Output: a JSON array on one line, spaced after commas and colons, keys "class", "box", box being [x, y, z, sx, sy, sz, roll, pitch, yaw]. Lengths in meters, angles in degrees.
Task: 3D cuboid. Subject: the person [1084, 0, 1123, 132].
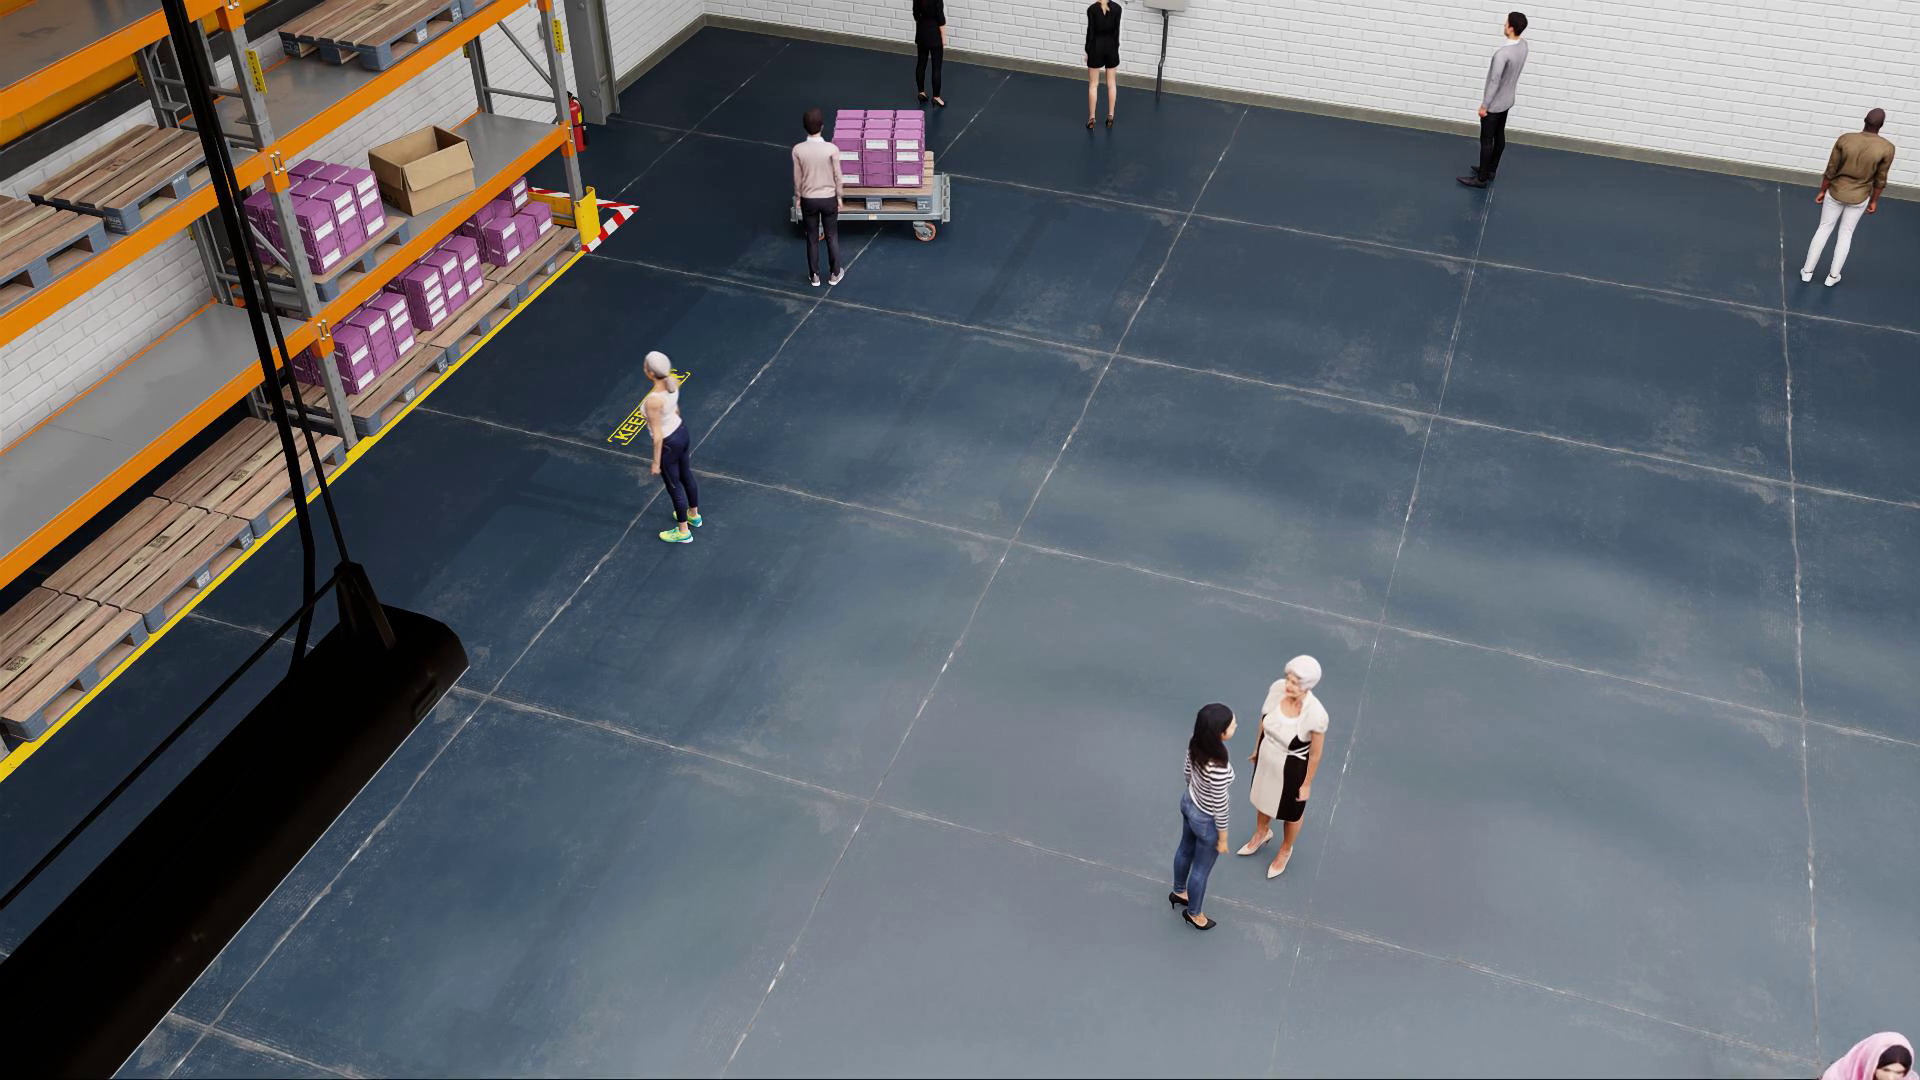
[{"class": "person", "box": [1.618, -5.552, 19.001, 0.654, 1.768, 0.678, -8, 39, -9]}]

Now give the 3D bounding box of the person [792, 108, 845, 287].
[{"class": "person", "box": [-1.378, -3.325, 16.180, 0.687, 1.808, 0.661, 1, 39, 2]}]

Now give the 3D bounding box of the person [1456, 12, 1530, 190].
[{"class": "person", "box": [5.787, -4.722, 17.837, 0.880, 1.923, 0.716, 29, 47, 31]}]

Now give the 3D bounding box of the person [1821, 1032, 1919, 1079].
[{"class": "person", "box": [4.499, 2.948, 8.491, 0.836, 1.603, 1.115, 1, 39, 1]}]

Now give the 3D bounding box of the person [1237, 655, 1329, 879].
[{"class": "person", "box": [2.020, 1.393, 10.315, 0.707, 1.755, 0.700, -26, 45, -29]}]

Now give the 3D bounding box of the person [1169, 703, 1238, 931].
[{"class": "person", "box": [1.454, 1.657, 9.951, 0.699, 1.797, 0.609, -11, 40, -14]}]

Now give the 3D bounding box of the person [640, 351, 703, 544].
[{"class": "person", "box": [-2.262, -0.734, 13.022, 0.651, 1.701, 0.466, 11, 40, 14]}]

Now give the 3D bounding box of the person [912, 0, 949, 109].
[{"class": "person", "box": [-0.362, -5.910, 19.536, 0.665, 1.661, 0.656, 26, 46, 29]}]

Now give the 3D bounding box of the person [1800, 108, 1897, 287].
[{"class": "person", "box": [8.639, -3.340, 16.185, 0.764, 1.825, 0.632, 20, 43, 23]}]
